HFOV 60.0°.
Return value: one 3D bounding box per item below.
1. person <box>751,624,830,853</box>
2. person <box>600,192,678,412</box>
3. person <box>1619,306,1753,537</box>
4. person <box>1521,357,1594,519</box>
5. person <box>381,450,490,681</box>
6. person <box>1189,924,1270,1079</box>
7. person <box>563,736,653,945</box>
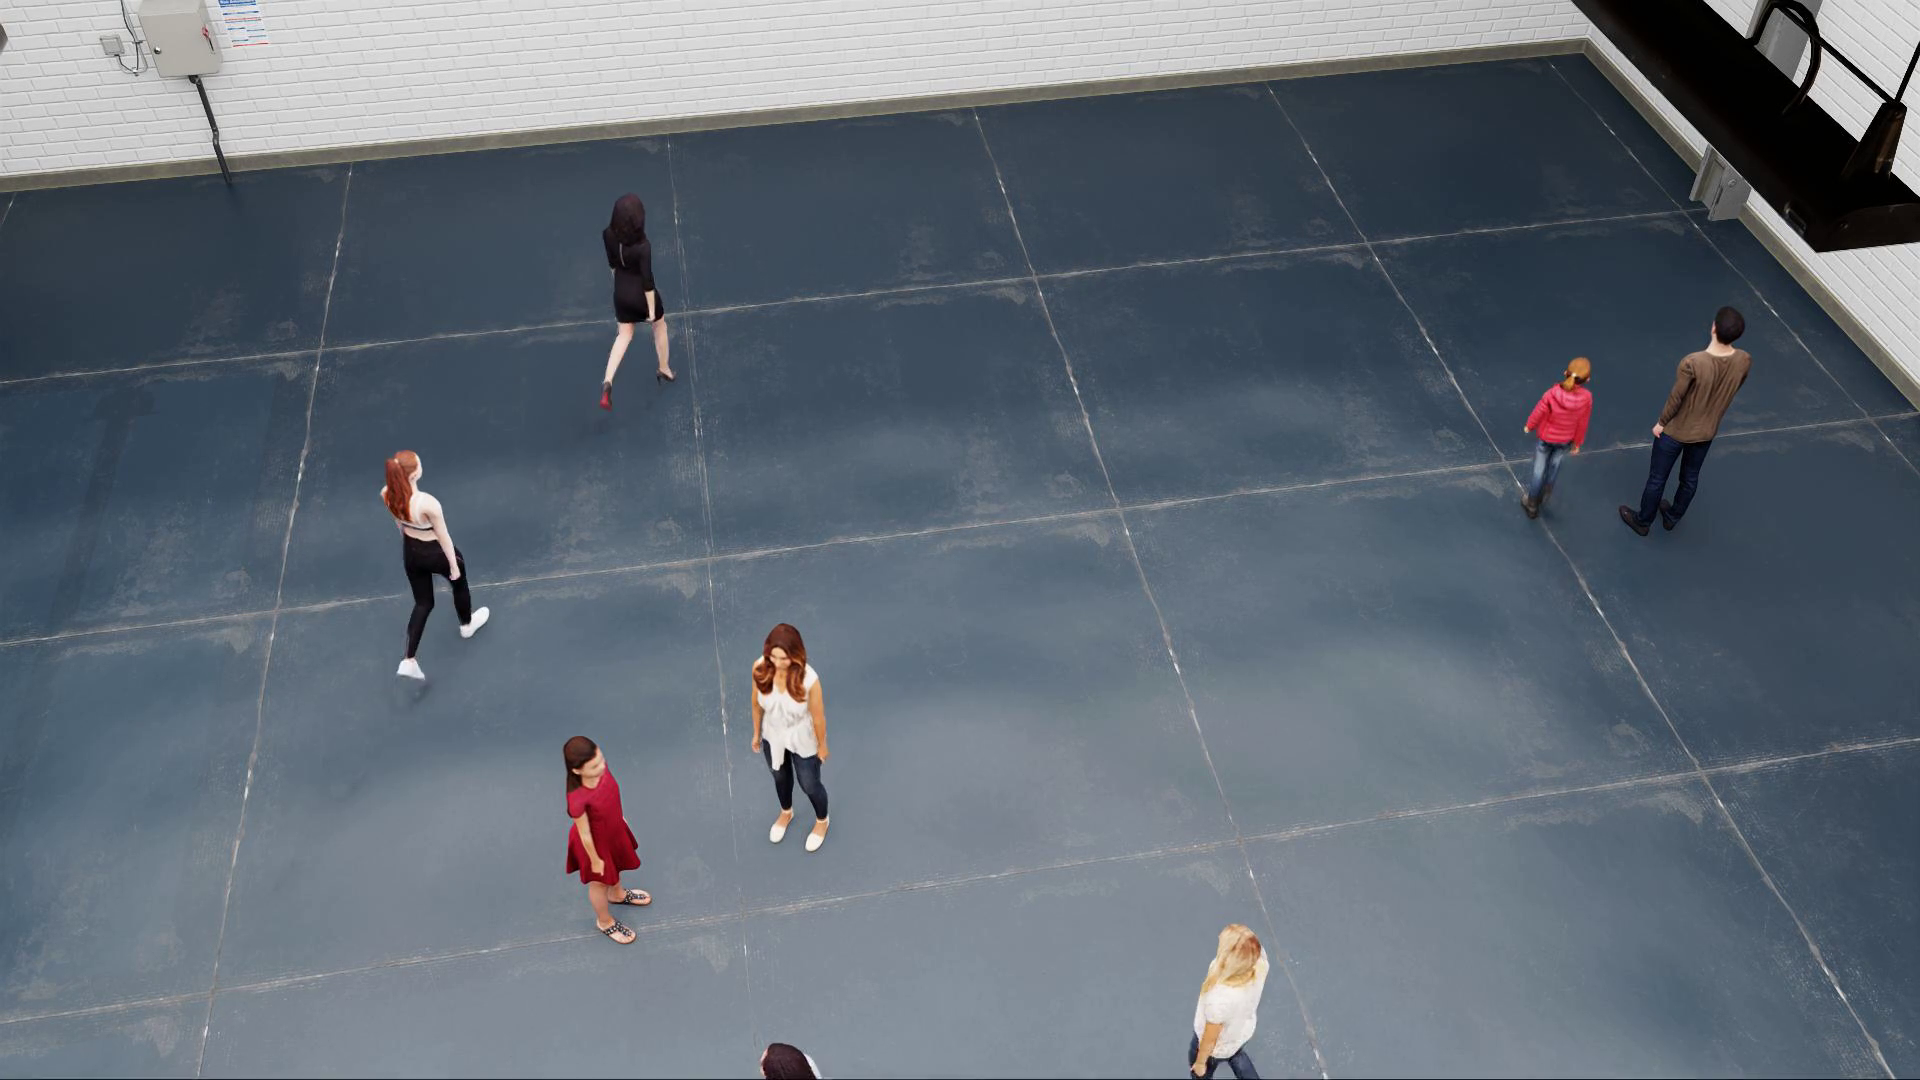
[{"bbox_3d":[-0.952,1.110,9.478,0.664,1.783,0.689,17,46,17],"label":"person"},{"bbox_3d":[-2.492,-1.739,12.478,0.972,1.770,1.124,19,47,19],"label":"person"},{"bbox_3d":[5.009,-0.794,11.400,0.632,1.889,0.550,-7,44,-8],"label":"person"},{"bbox_3d":[4.201,-0.675,11.698,0.571,1.305,0.586,2,44,2],"label":"person"},{"bbox_3d":[-3.412,0.172,10.510,0.970,1.716,1.173,16,46,16],"label":"person"},{"bbox_3d":[1.364,2.438,8.073,0.998,1.798,0.909,31,52,28],"label":"person"},{"bbox_3d":[-1.980,1.607,9.123,0.704,1.553,0.643,9,44,9],"label":"person"}]
